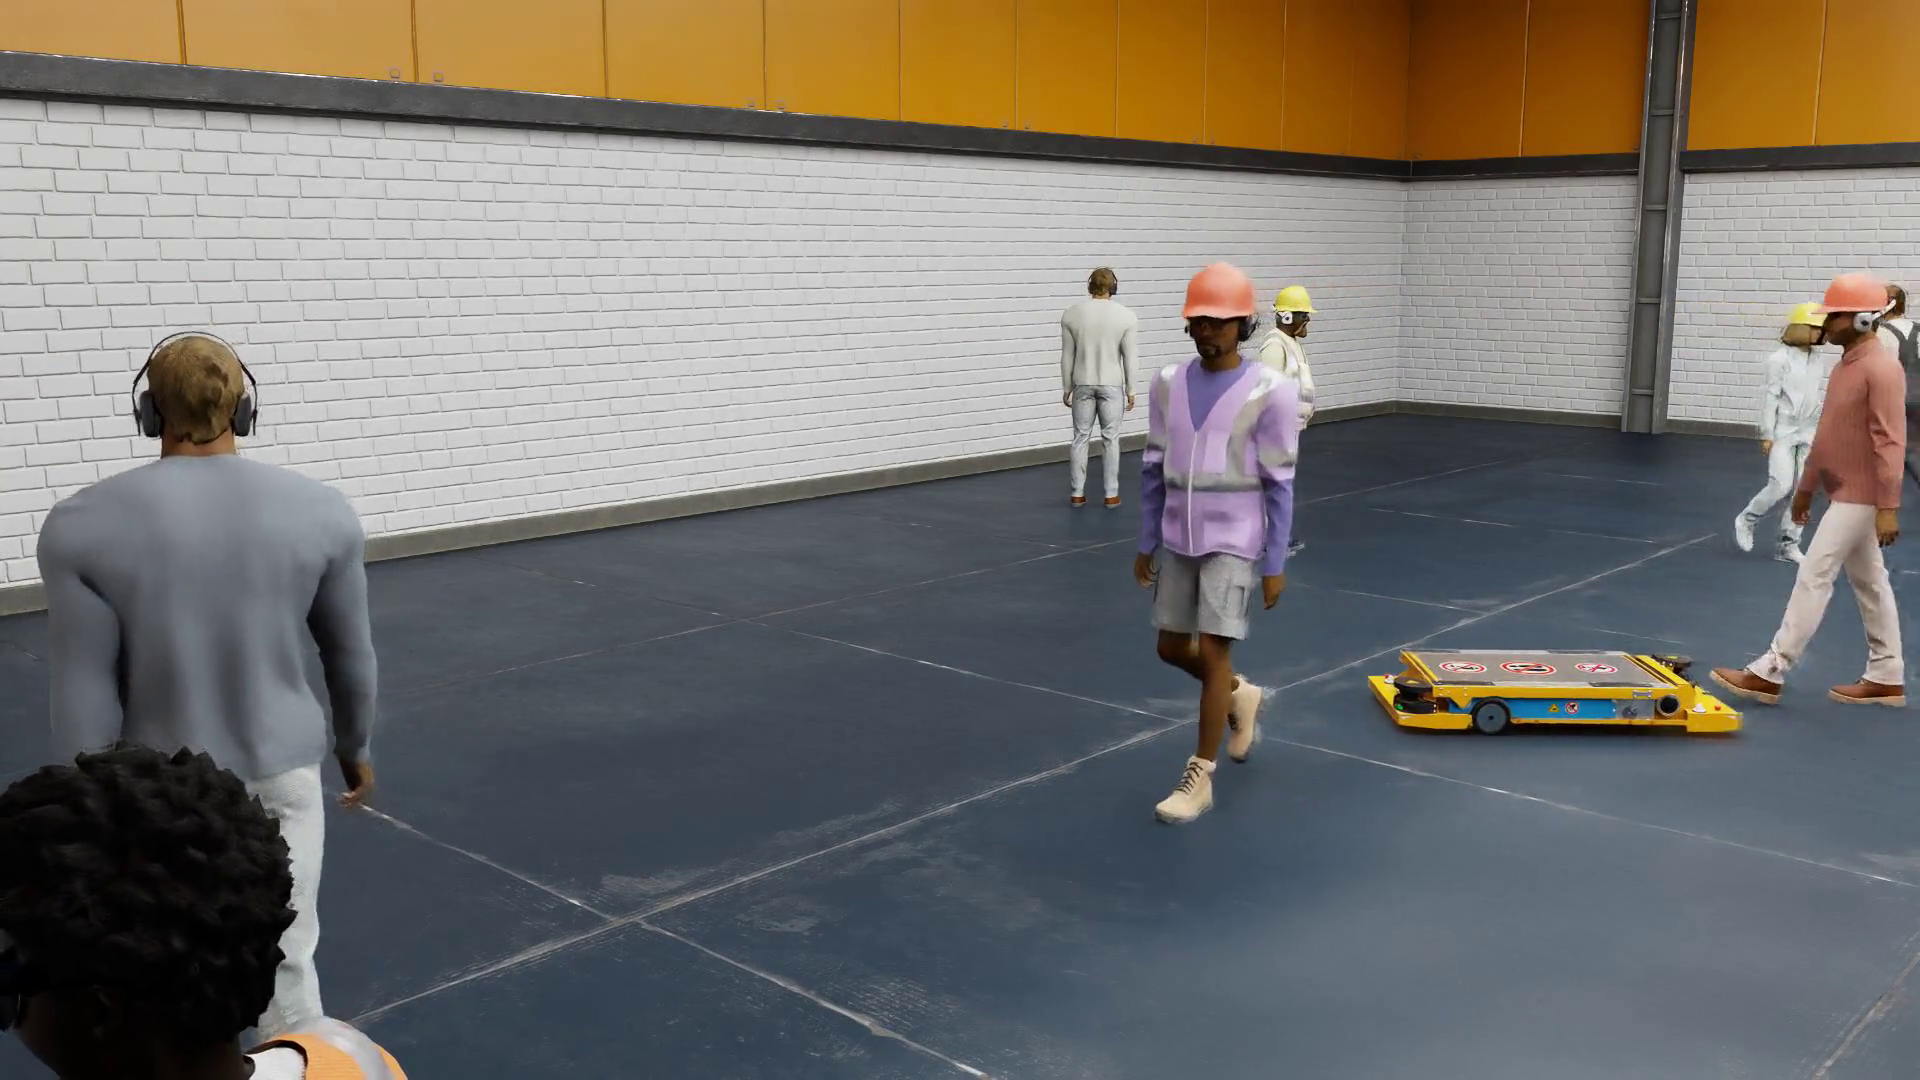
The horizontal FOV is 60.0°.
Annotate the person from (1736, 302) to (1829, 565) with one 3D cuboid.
[{"bbox_3d":[5.450,-0.702,10.961,0.503,1.728,0.457,-4,11,-20],"label":"person"}]

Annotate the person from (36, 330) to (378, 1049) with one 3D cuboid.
[{"bbox_3d":[-1.616,0.496,3.668,0.652,1.890,0.986,-5,11,-28],"label":"person"}]

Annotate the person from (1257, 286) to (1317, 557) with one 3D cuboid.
[{"bbox_3d":[2.200,-0.802,11.284,0.403,1.823,0.595,4,11,23],"label":"person"}]

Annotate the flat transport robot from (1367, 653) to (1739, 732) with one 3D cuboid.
[{"bbox_3d":[2.594,0.658,7.373,1.431,0.197,0.652,0,10,2],"label":"flat transport robot"}]

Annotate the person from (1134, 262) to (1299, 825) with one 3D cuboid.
[{"bbox_3d":[0.966,-0.007,6.155,0.626,2.025,0.776,9,13,41],"label":"person"}]

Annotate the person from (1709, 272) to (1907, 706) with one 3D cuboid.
[{"bbox_3d":[3.890,-0.213,7.520,0.944,1.951,0.662,3,10,15],"label":"person"}]

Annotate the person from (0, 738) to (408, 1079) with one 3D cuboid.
[{"bbox_3d":[-0.616,0.993,1.407,0.318,1.696,0.533,0,10,2],"label":"person"}]

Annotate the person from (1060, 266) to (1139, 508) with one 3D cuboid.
[{"bbox_3d":[1.113,-1.212,13.316,0.629,1.934,0.366,3,10,15],"label":"person"}]

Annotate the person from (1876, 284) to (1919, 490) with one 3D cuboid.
[{"bbox_3d":[6.838,-0.934,12.049,0.533,1.816,0.695,-1,10,-6],"label":"person"}]
